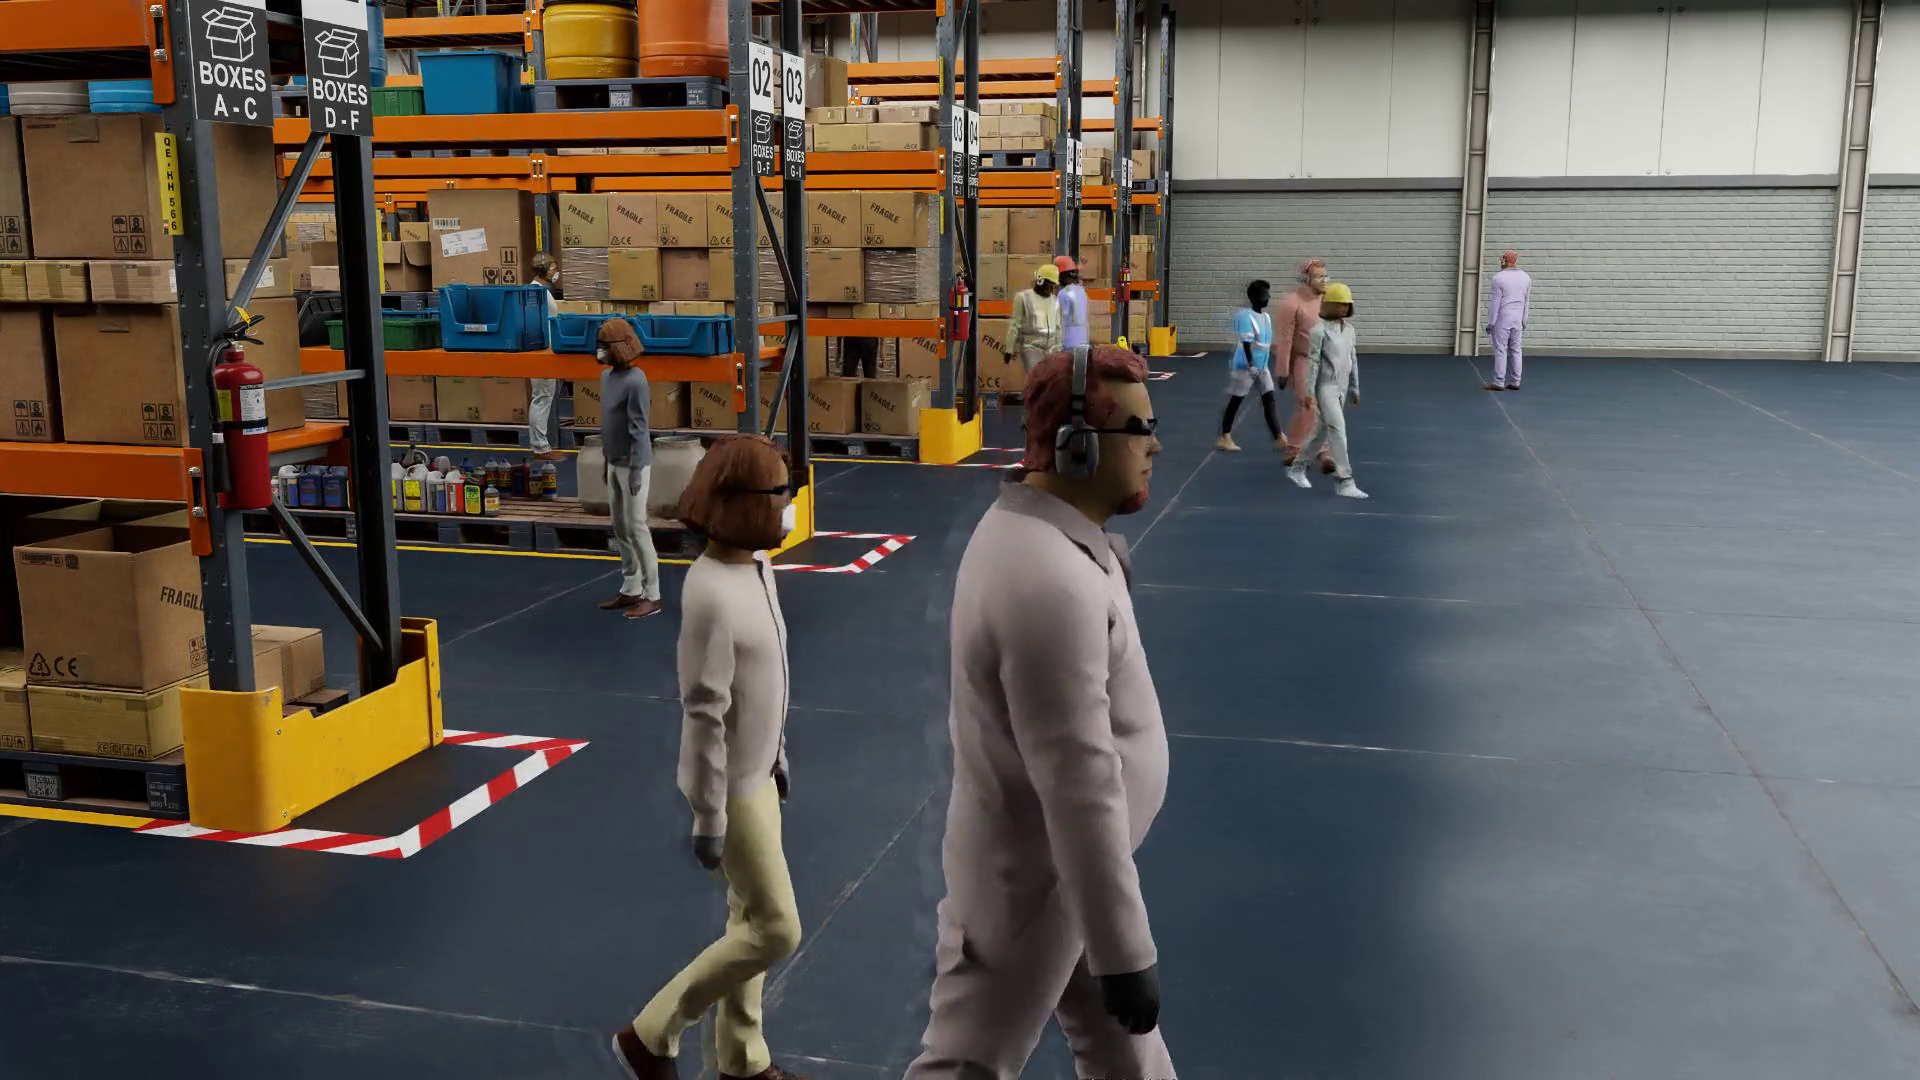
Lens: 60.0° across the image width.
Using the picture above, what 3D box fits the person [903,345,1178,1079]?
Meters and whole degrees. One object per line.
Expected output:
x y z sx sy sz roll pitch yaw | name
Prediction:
0.237 0.591 2.969 0.977 1.853 0.668 1 10 4 | person

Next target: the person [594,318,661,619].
-1.825 -0.390 9.066 0.286 1.626 0.497 -7 12 -33 | person

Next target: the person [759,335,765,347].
-2.427 -2.531 19.791 0.405 2.035 0.606 2 10 13 | person

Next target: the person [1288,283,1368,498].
2.981 -1.224 13.454 0.499 1.705 0.873 -8 13 -38 | person

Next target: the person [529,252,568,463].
-3.847 -1.676 15.347 0.370 1.932 0.622 -2 11 -13 | person

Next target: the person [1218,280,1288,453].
2.861 -1.643 15.897 0.862 1.657 0.551 9 14 42 | person

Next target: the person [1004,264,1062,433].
0.845 -1.986 17.456 0.652 1.781 0.665 -8 13 -36 | person

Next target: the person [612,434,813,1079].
-0.528 0.562 3.798 0.403 1.622 0.505 0 10 1 | person

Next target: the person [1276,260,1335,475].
3.157 -1.506 14.593 0.645 1.860 0.977 -7 12 -34 | person

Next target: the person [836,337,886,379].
-1.029 -1.967 17.181 0.523 1.845 0.351 1 10 6 | person

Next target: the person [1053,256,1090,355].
1.251 -2.171 18.236 0.990 1.881 0.562 5 12 28 | person

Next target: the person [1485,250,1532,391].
7.434 -2.985 22.650 0.652 1.906 0.403 -4 11 -23 | person
